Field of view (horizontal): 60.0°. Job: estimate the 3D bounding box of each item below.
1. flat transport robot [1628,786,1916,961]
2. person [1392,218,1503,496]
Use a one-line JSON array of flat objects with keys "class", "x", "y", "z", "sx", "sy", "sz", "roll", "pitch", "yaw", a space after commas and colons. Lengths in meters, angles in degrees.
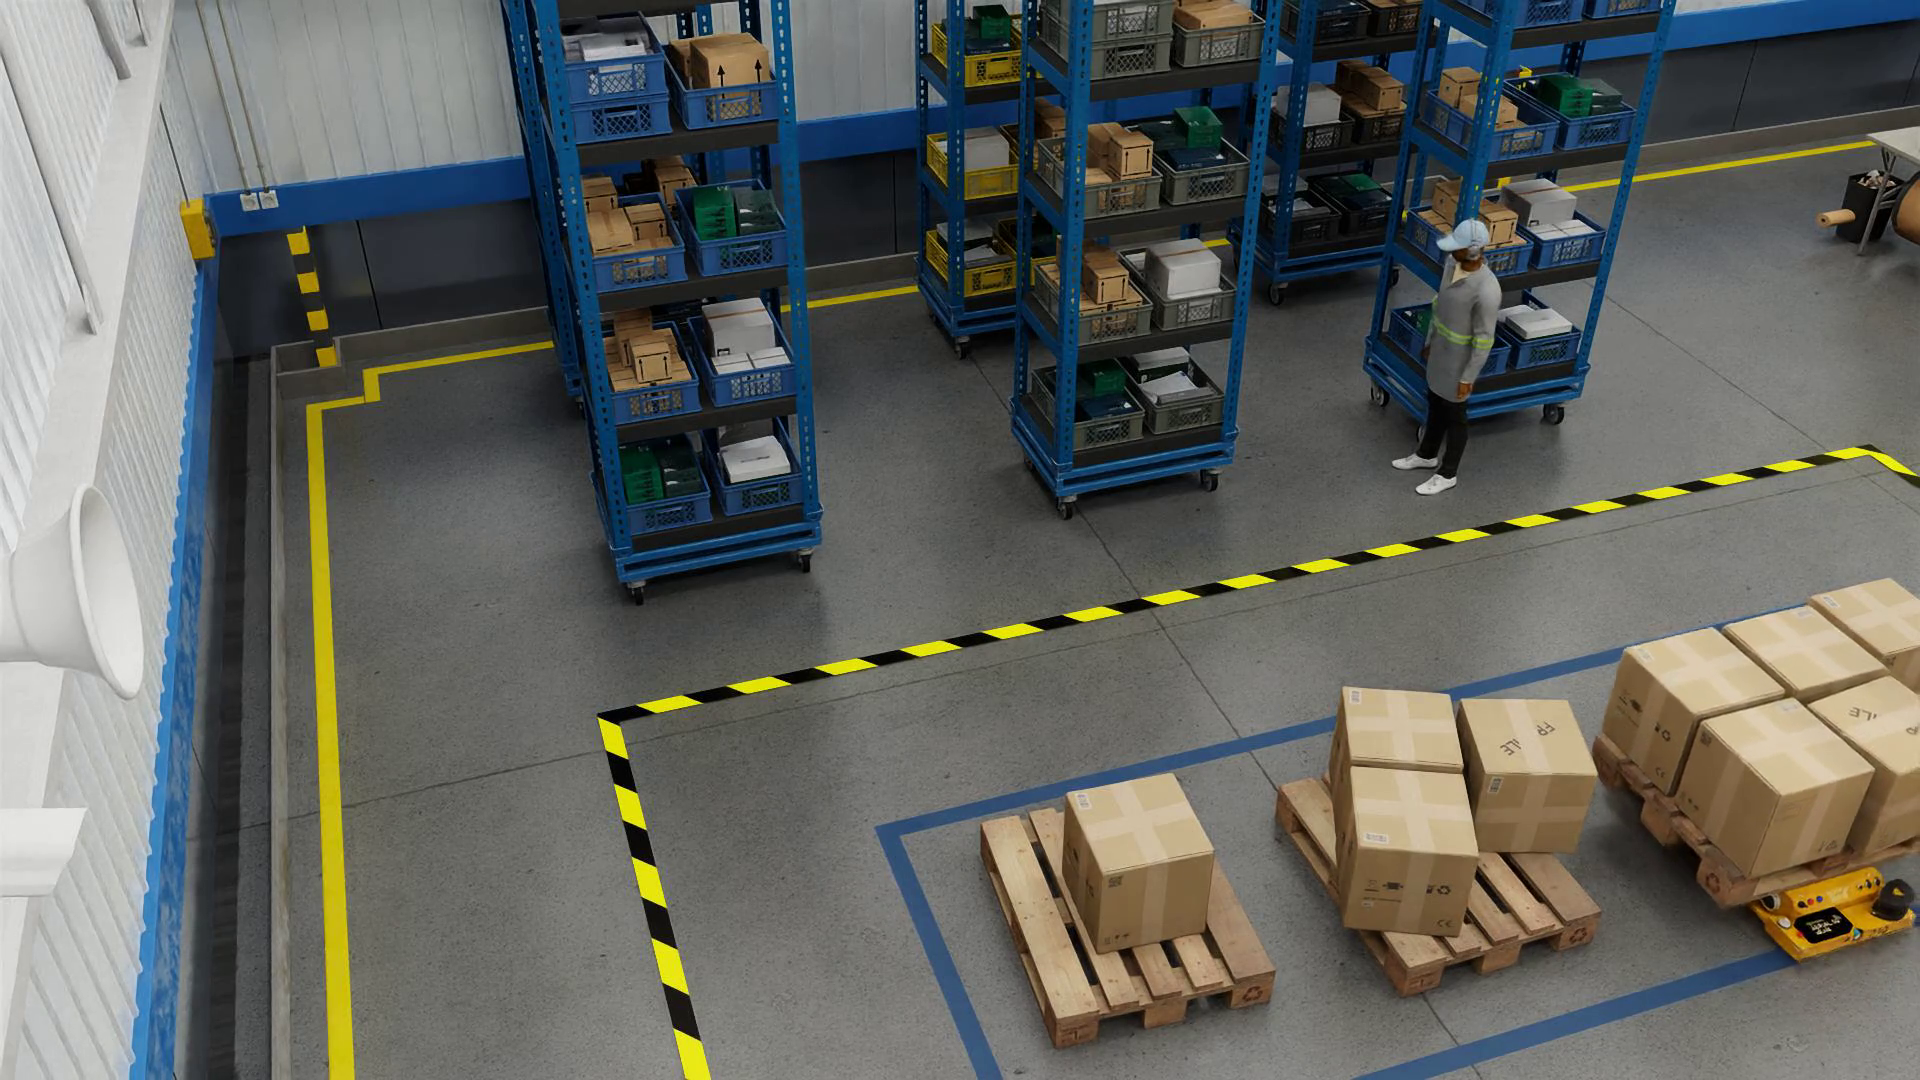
[{"class": "flat transport robot", "x": 3.849, "y": 1.377, "z": 8.080, "sx": 0.652, "sy": 0.197, "sz": 1.431, "roll": -11, "pitch": 37, "yaw": -15}, {"class": "person", "x": 3.023, "y": -1.135, "z": 10.295, "sx": 0.392, "sy": 1.848, "sz": 0.586, "roll": -7, "pitch": 36, "yaw": -10}]
